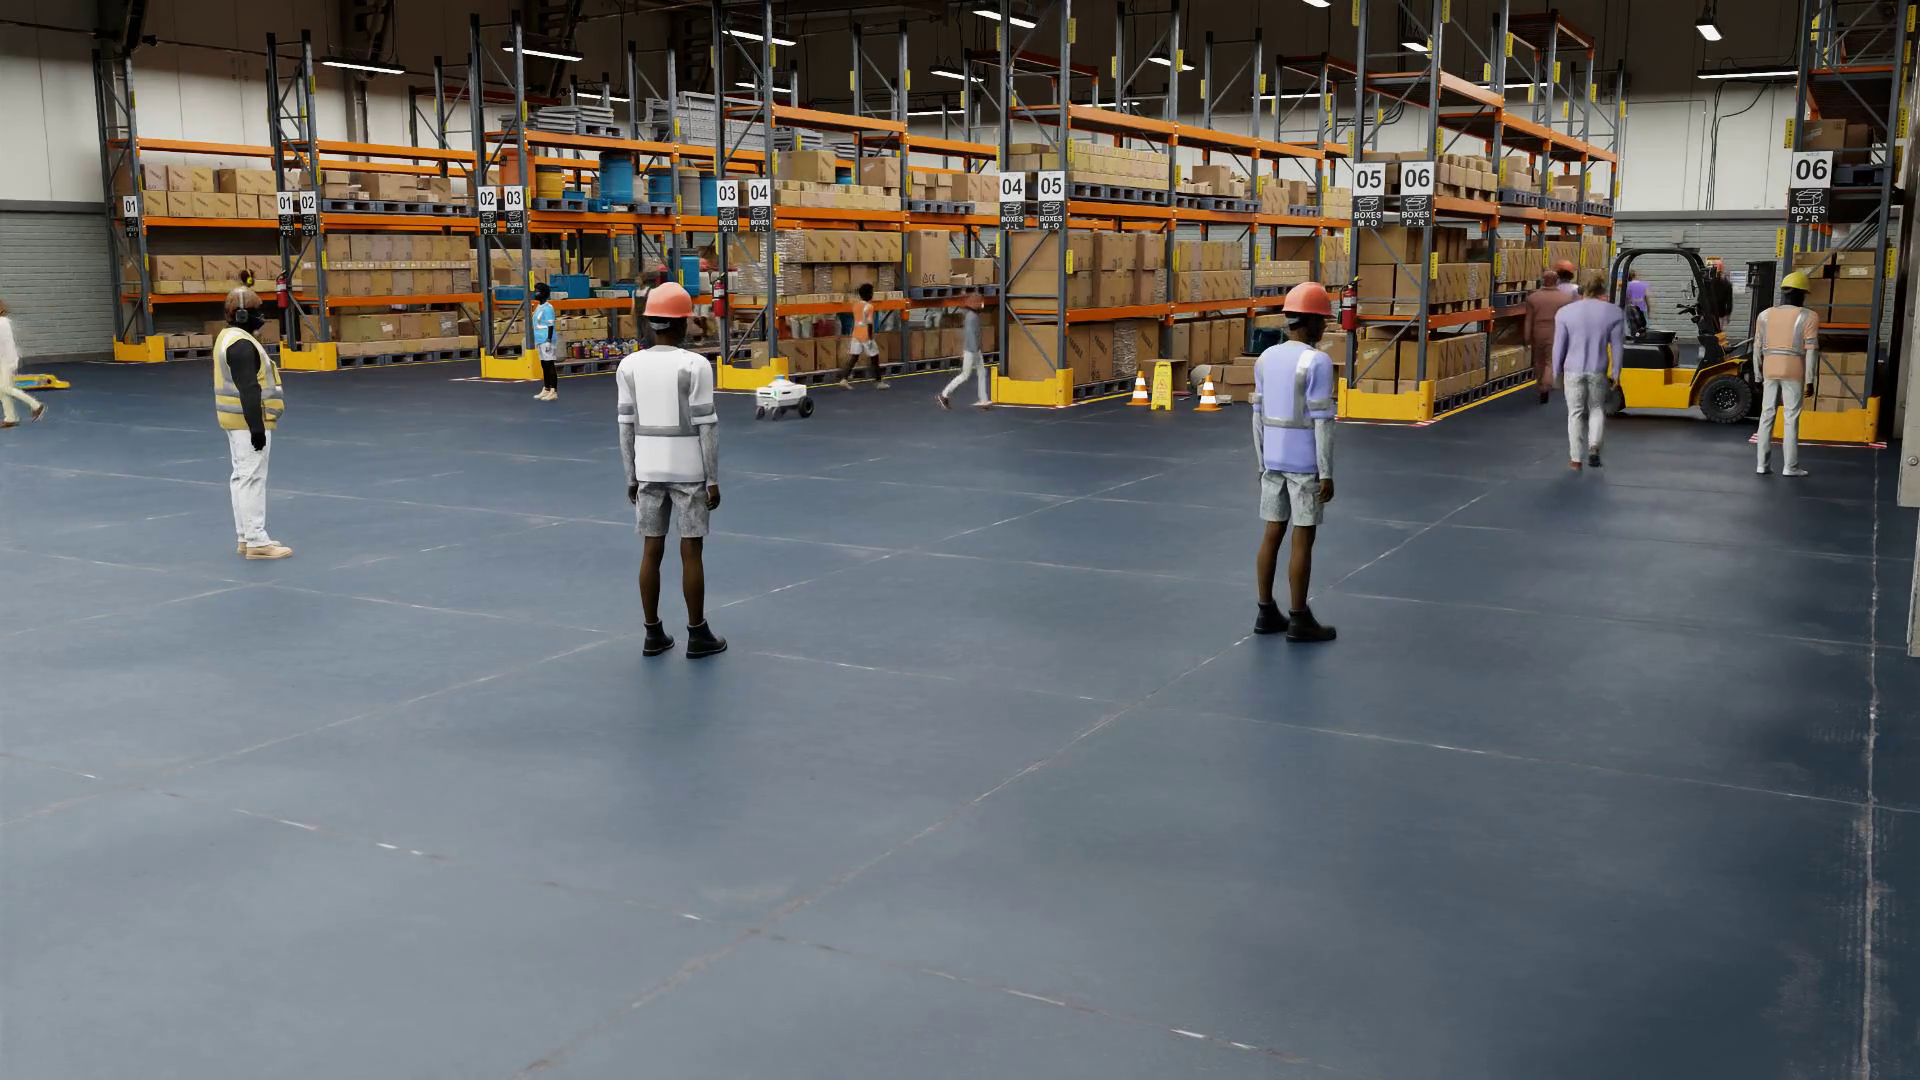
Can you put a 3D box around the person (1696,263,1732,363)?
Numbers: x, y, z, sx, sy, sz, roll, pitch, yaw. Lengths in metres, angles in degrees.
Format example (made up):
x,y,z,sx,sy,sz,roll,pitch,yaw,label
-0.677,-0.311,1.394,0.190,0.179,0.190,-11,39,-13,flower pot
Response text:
x,y,z,sx,sy,sz,roll,pitch,yaw,label
14.320,-4.287,31.618,0.646,1.936,1.009,6,12,33,person

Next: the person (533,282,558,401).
x,y,z,sx,sy,sz,roll,pitch,yaw,label
-5.974,-2.849,23.925,0.319,1.697,0.533,-6,11,-31,person

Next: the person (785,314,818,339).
x,y,z,sx,sy,sz,roll,pitch,yaw,label
-2.898,-3.999,30.294,0.626,1.819,0.418,2,10,13,person

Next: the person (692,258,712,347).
x,y,z,sx,sy,sz,roll,pitch,yaw,label
-5.891,-5.446,38.141,0.640,2.030,0.533,6,12,33,person

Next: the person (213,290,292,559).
x,y,z,sx,sy,sz,roll,pitch,yaw,label
-4.878,-0.791,11.453,0.429,1.844,0.625,-6,11,-31,person

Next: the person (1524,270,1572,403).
x,y,z,sx,sy,sz,roll,pitch,yaw,label
8.385,-2.906,23.731,0.646,1.871,0.939,5,11,29,person

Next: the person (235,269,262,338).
x,y,z,sx,sy,sz,roll,pitch,yaw,label
-11.701,-3.517,27.368,0.544,1.855,0.401,6,12,33,person

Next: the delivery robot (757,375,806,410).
x,y,z,sx,sy,sz,roll,pitch,yaw,label
-2.279,-1.868,21.249,0.477,0.478,0.707,6,11,30,delivery robot

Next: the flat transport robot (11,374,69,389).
x,y,z,sx,sy,sz,roll,pitch,yaw,label
-14.594,-2.419,25.577,0.652,0.197,1.431,7,12,35,flat transport robot

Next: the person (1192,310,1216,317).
x,y,z,sx,sy,sz,roll,pitch,yaw,label
5.190,-4.896,35.322,0.608,1.909,1.021,5,11,27,person

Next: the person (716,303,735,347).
x,y,z,sx,sy,sz,roll,pitch,yaw,label
-5.103,-4.905,36.176,0.505,1.613,0.577,1,10,8,person

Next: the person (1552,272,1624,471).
x,y,z,sx,sy,sz,roll,pitch,yaw,label
6.047,-1.622,16.077,0.647,1.922,0.434,2,10,12,person

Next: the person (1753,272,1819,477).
x,y,z,sx,sy,sz,roll,pitch,yaw,label
7.791,-1.555,15.704,0.392,1.917,0.589,-7,12,-36,person

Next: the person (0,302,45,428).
x,y,z,sx,sy,sz,roll,pitch,yaw,label
-11.464,-2.144,20.069,0.505,1.613,0.502,9,13,42,person

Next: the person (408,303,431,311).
x,y,z,sx,sy,sz,roll,pitch,yaw,label
-11.212,-4.709,34.413,0.589,1.834,0.403,5,11,26,person

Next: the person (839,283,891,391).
x,y,z,sx,sy,sz,roll,pitch,yaw,label
-1.506,-3.125,25.665,0.858,1.660,0.533,-8,12,-39,person

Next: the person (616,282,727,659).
x,y,z,sx,sy,sz,roll,pitch,yaw,label
-1.483,-0.351,8.593,0.543,1.939,0.359,3,10,16,person

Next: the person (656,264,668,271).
x,y,z,sx,sy,sz,roll,pitch,yaw,label
-6.398,-4.937,35.577,0.564,1.893,0.929,9,13,42,person

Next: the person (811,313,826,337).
x,y,z,sx,sy,sz,roll,pitch,yaw,label
-2.908,-4.475,33.377,0.538,1.718,0.902,4,10,21,person

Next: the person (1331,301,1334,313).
x,y,z,sx,sy,sz,roll,pitch,yaw,label
8.285,-5.332,38.090,0.674,1.832,0.528,-1,10,-7,person

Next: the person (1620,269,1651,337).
x,y,z,sx,sy,sz,roll,pitch,yaw,label
14.130,-4.769,34.856,0.661,1.798,0.447,-1,10,-7,person

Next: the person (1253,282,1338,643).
x,y,z,sx,sy,sz,roll,pitch,yaw,label
1.835,-0.419,9.005,0.377,1.932,0.551,-6,11,-31,person

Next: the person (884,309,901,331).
x,y,z,sx,sy,sz,roll,pitch,yaw,label
-1.396,-5.133,36.662,0.649,1.907,0.790,5,11,27,person

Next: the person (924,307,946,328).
x,y,z,sx,sy,sz,roll,pitch,yaw,label
-0.511,-4.746,34.909,0.507,1.728,0.434,5,11,27,person

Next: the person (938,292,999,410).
x,y,z,sx,sy,sz,roll,pitch,yaw,label
0.106,-2.543,22.402,0.772,1.608,0.496,2,10,13,person

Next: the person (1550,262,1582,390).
x,y,z,sx,sy,sz,roll,pitch,yaw,label
9.362,-3.329,25.895,0.628,1.989,1.042,5,11,28,person

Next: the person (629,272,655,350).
x,y,z,sx,sy,sz,roll,pitch,yaw,label
-5.590,-3.822,29.362,0.516,1.789,0.967,6,11,31,person

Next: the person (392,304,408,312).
x,y,z,sx,sy,sz,roll,pitch,yaw,label
-11.768,-4.868,35.160,0.636,1.893,0.500,3,10,15,person

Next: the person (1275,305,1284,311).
x,y,z,sx,sy,sz,roll,pitch,yaw,label
7.460,-5.549,38.726,0.920,2.000,0.692,-8,13,-41,person
